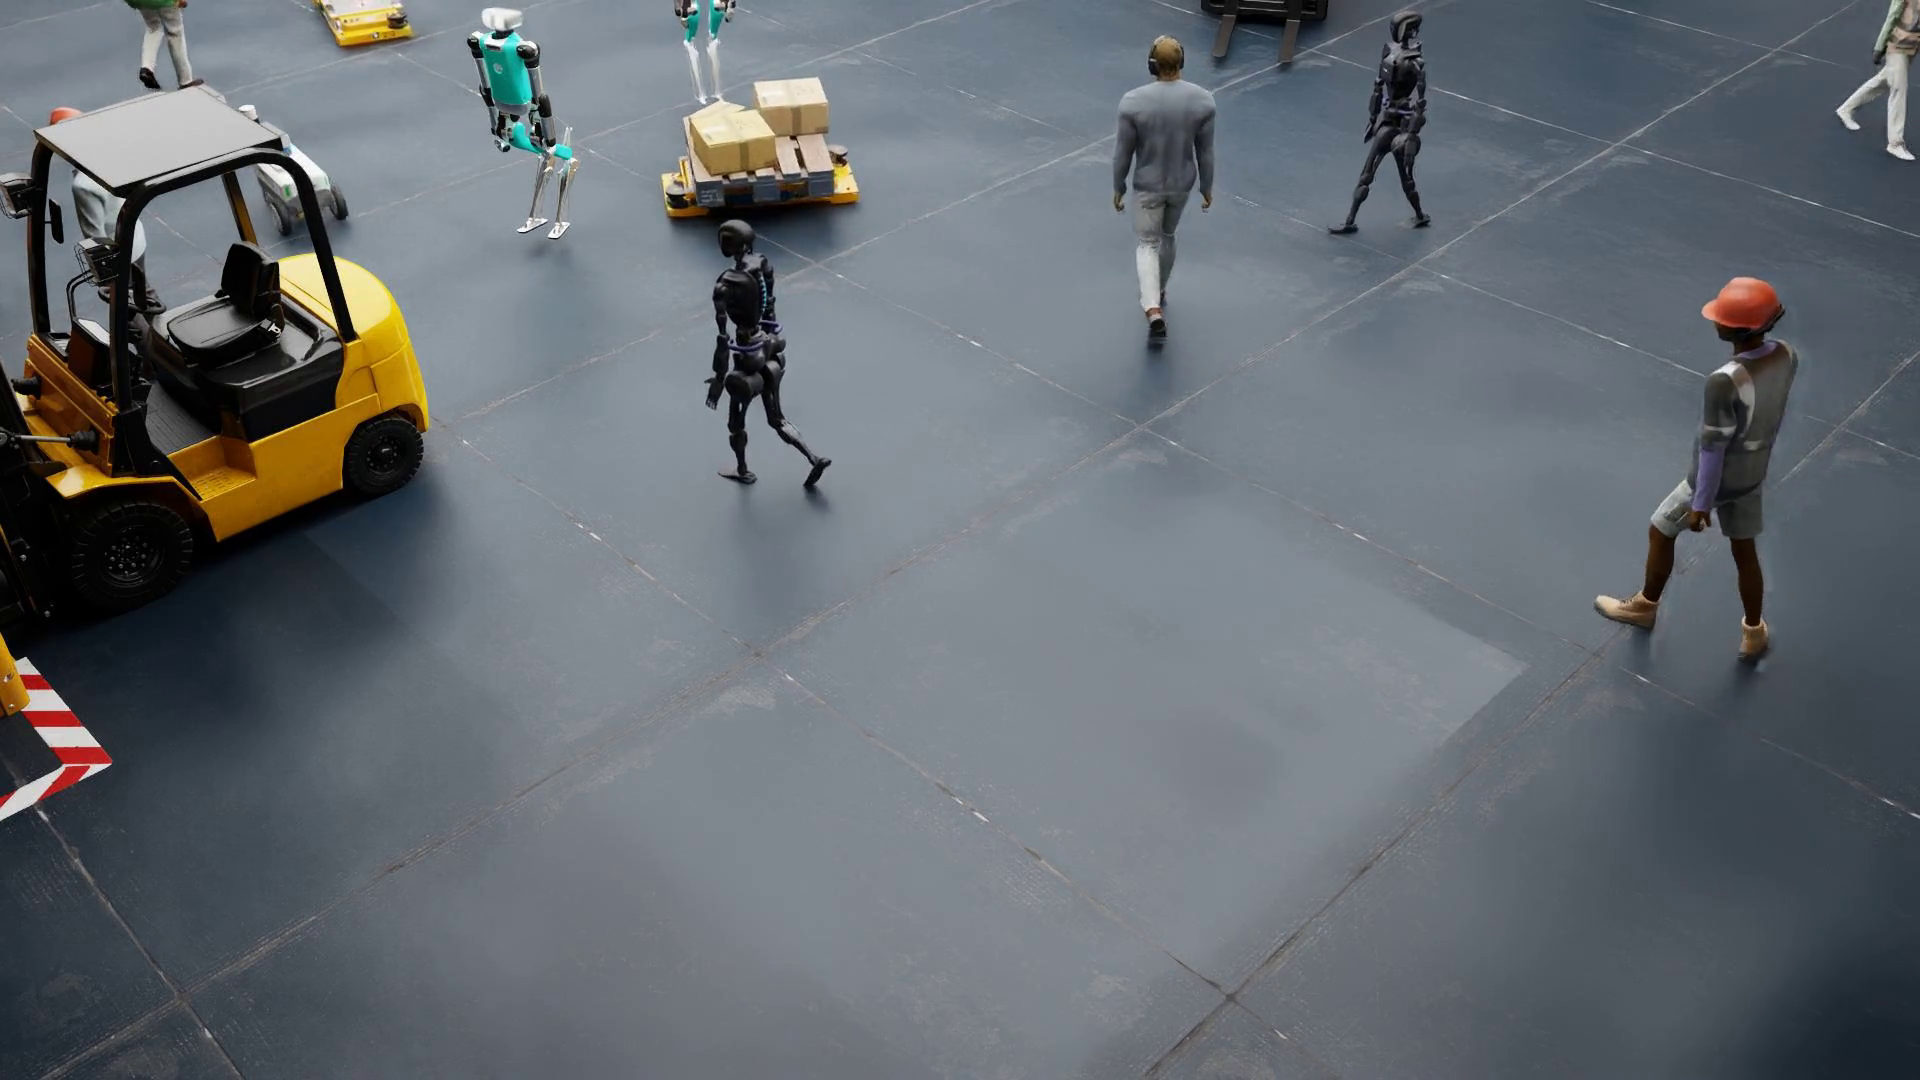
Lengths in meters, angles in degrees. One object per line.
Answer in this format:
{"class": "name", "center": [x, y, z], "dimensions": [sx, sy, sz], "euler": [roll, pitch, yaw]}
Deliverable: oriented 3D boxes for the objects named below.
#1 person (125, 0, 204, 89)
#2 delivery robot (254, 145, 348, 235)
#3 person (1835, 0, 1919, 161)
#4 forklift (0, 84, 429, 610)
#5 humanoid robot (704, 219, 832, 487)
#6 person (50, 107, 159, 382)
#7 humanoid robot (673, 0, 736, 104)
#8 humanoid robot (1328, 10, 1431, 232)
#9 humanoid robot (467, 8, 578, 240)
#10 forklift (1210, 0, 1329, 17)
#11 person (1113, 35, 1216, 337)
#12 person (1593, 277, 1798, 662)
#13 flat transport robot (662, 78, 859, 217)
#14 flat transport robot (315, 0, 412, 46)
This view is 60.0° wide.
{"class": "person", "center": [-6.747, -4.572, 13.868], "dimensions": [0.548, 1.771, 0.473], "euler": [7, 37, 10]}
{"class": "delivery robot", "center": [-4.923, -2.639, 12.283], "dimensions": [0.499, 0.586, 0.782], "euler": [-25, 43, -30]}
{"class": "person", "center": [7.434, -3.894, 13.097], "dimensions": [0.530, 1.595, 0.857], "euler": [-16, 40, -20]}
{"class": "forklift", "center": [-4.145, -1.093, 8.856], "dimensions": [2.313, 2.155, 1.214], "euler": [-31, 47, -34]}
{"class": "humanoid robot", "center": [-1.093, -0.977, 9.150], "dimensions": [0.686, 1.635, 0.599], "euler": [17, 40, 22]}
{"class": "person", "center": [-5.187, -1.806, 10.186], "dimensions": [0.351, 1.737, 0.571], "euler": [-2, 37, -3]}
{"class": "humanoid robot", "center": [-2.153, -4.450, 13.741], "dimensions": [0.540, 1.797, 0.706], "euler": [-13, 39, -17]}
{"class": "humanoid robot", "center": [3.096, -2.927, 11.786], "dimensions": [0.796, 1.632, 0.612], "euler": [-13, 39, -16]}
{"class": "humanoid robot", "center": [-2.947, -2.952, 11.607], "dimensions": [0.533, 1.681, 0.735], "euler": [15, 39, 19]}
{"class": "forklift", "center": [3.106, -6.400, 15.960], "dimensions": [1.214, 2.155, 2.313], "euler": [8, 37, 10]}
{"class": "person", "center": [1.311, -2.246, 10.650], "dimensions": [0.664, 1.898, 0.879], "euler": [-6, 37, -8]}
{"class": "person", "center": [3.746, -0.309, 7.987], "dimensions": [0.683, 1.996, 0.773], "euler": [-20, 41, -25]}
{"class": "flat transport robot", "center": [-1.526, -2.724, 12.643], "dimensions": [1.431, 0.231, 0.659], "euler": [-7, 37, -9]}
{"class": "flat transport robot", "center": [-5.670, -5.024, 15.722], "dimensions": [0.659, 0.231, 1.431], "euler": [-17, 40, -21]}
